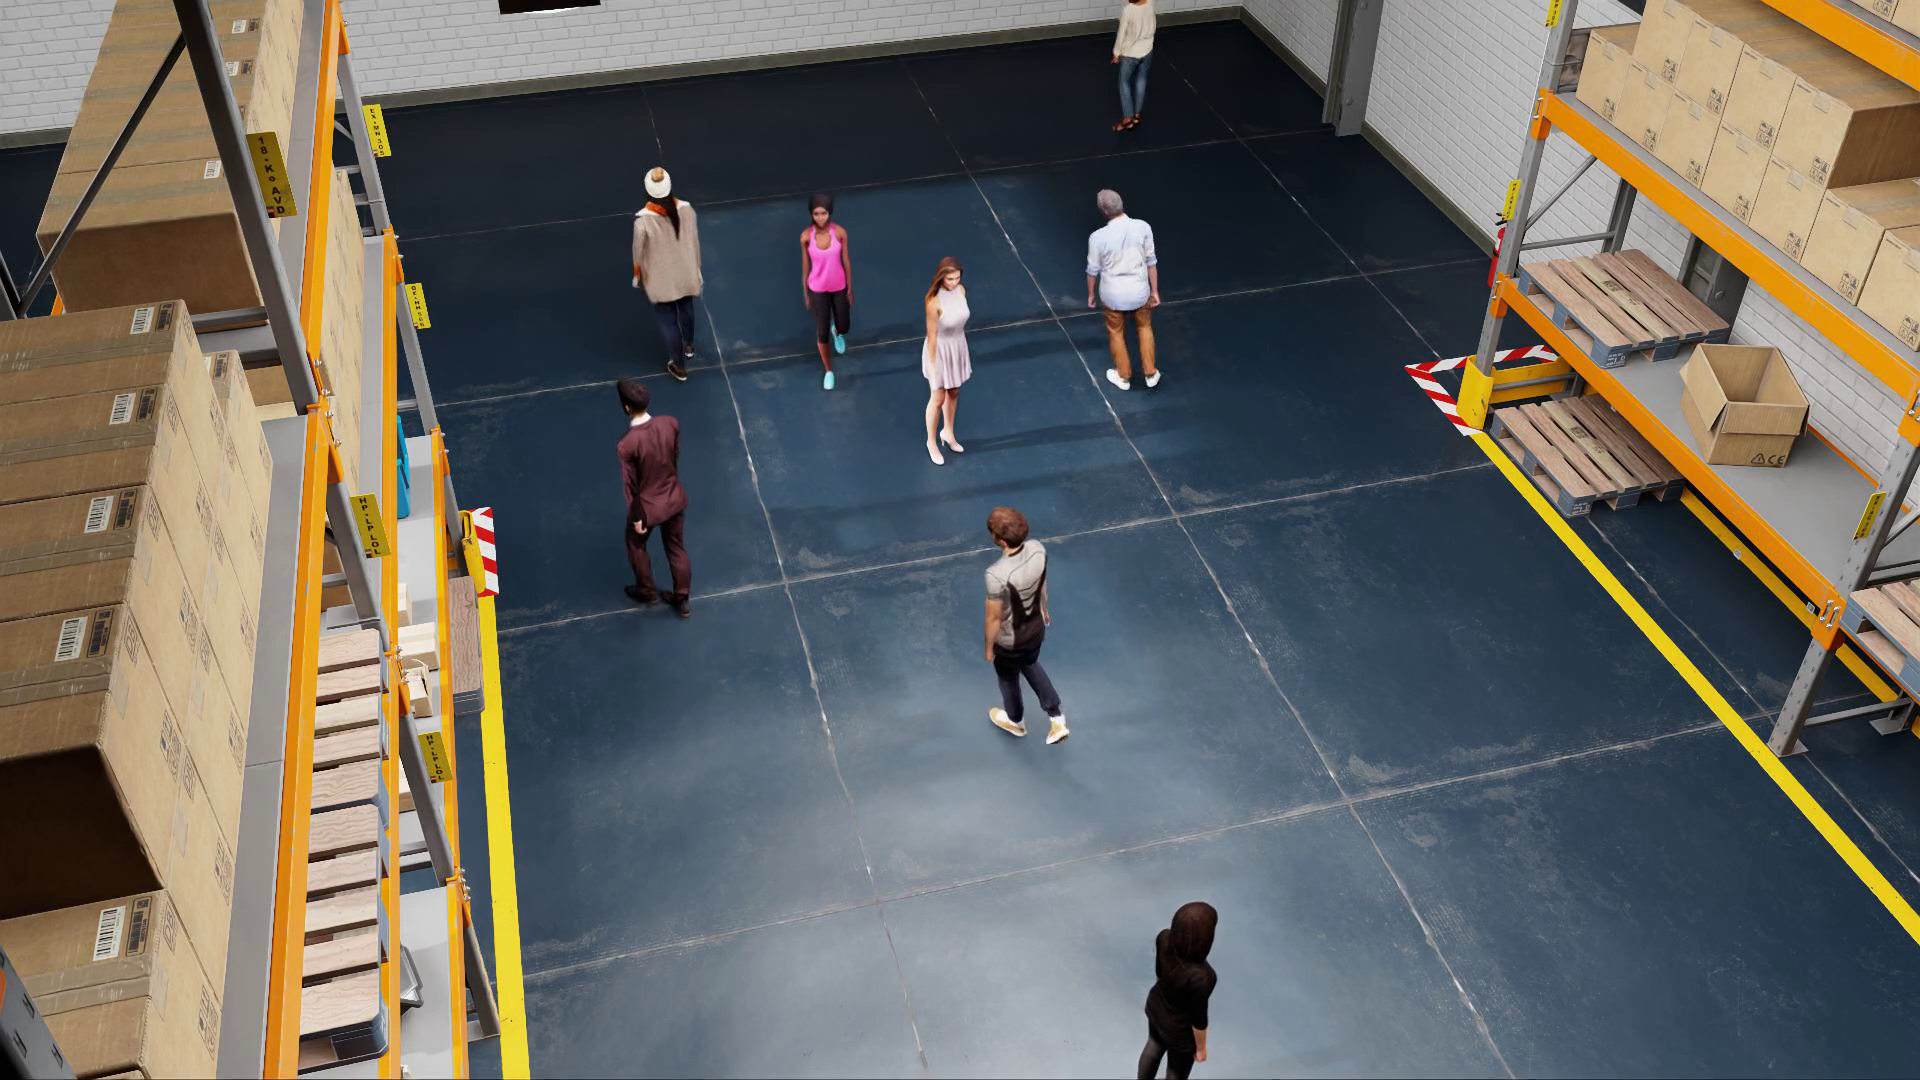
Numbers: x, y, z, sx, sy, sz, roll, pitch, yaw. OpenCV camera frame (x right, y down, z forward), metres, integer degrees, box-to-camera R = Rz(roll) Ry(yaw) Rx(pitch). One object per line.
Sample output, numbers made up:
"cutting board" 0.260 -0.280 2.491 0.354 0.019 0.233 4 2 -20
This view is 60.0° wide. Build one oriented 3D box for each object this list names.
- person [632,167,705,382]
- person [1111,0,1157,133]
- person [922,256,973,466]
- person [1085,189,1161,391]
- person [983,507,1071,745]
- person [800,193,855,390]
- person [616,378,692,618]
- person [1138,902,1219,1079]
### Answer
"person" -2.342 -2.149 13.571 0.820 1.875 0.912 -21 43 -24
"person" 1.873 -5.124 17.473 0.727 1.654 0.659 -10 40 -12
"person" -0.112 -1.388 12.704 0.670 1.768 0.710 -31 48 -33
"person" 1.363 -1.988 13.448 0.864 1.776 0.656 4 39 5
"person" 0.415 0.591 10.143 0.909 1.872 1.041 -27 46 -30
"person" -1.078 -2.092 13.629 0.629 1.712 0.872 -4 39 -5
"person" -1.990 -0.220 11.180 0.842 1.845 0.908 -28 47 -31
"person" 1.043 2.345 8.134 0.663 1.638 0.505 -18 42 -21
